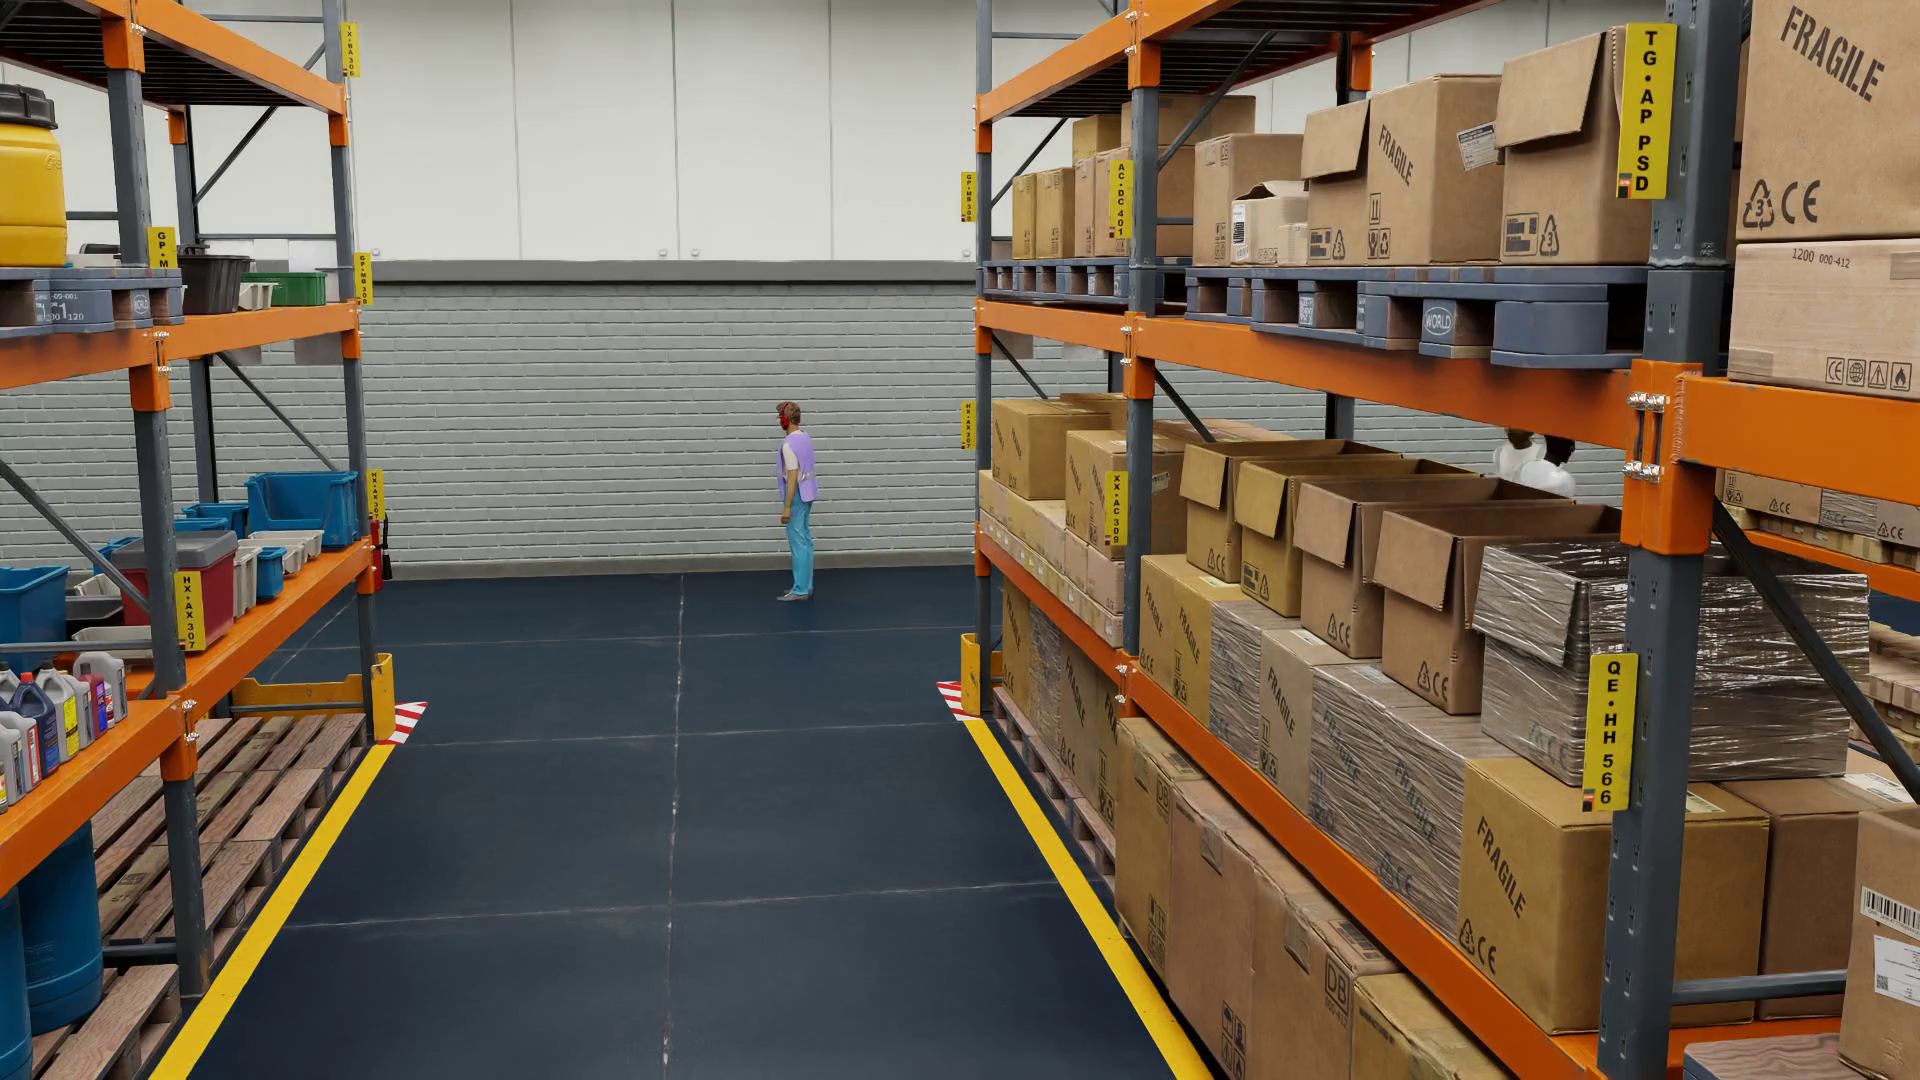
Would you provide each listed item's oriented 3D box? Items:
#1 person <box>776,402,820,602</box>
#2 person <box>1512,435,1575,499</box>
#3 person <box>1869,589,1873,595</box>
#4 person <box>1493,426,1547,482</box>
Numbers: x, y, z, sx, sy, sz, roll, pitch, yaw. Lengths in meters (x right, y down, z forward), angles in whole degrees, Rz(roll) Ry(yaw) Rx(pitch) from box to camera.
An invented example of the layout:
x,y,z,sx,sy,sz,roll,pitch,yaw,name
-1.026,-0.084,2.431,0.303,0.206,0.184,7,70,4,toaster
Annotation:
x,y,z,sx,sy,sz,roll,pitch,yaw,name
-1.496,-0.346,15.248,0.396,1.840,0.565,2,9,10,person
4.269,0.059,12.446,0.620,1.938,0.633,-3,10,-20,person
6.217,0.233,11.629,0.510,1.860,0.334,-4,10,-25,person
4.472,-0.115,13.357,1.038,1.985,0.635,-7,12,-37,person
